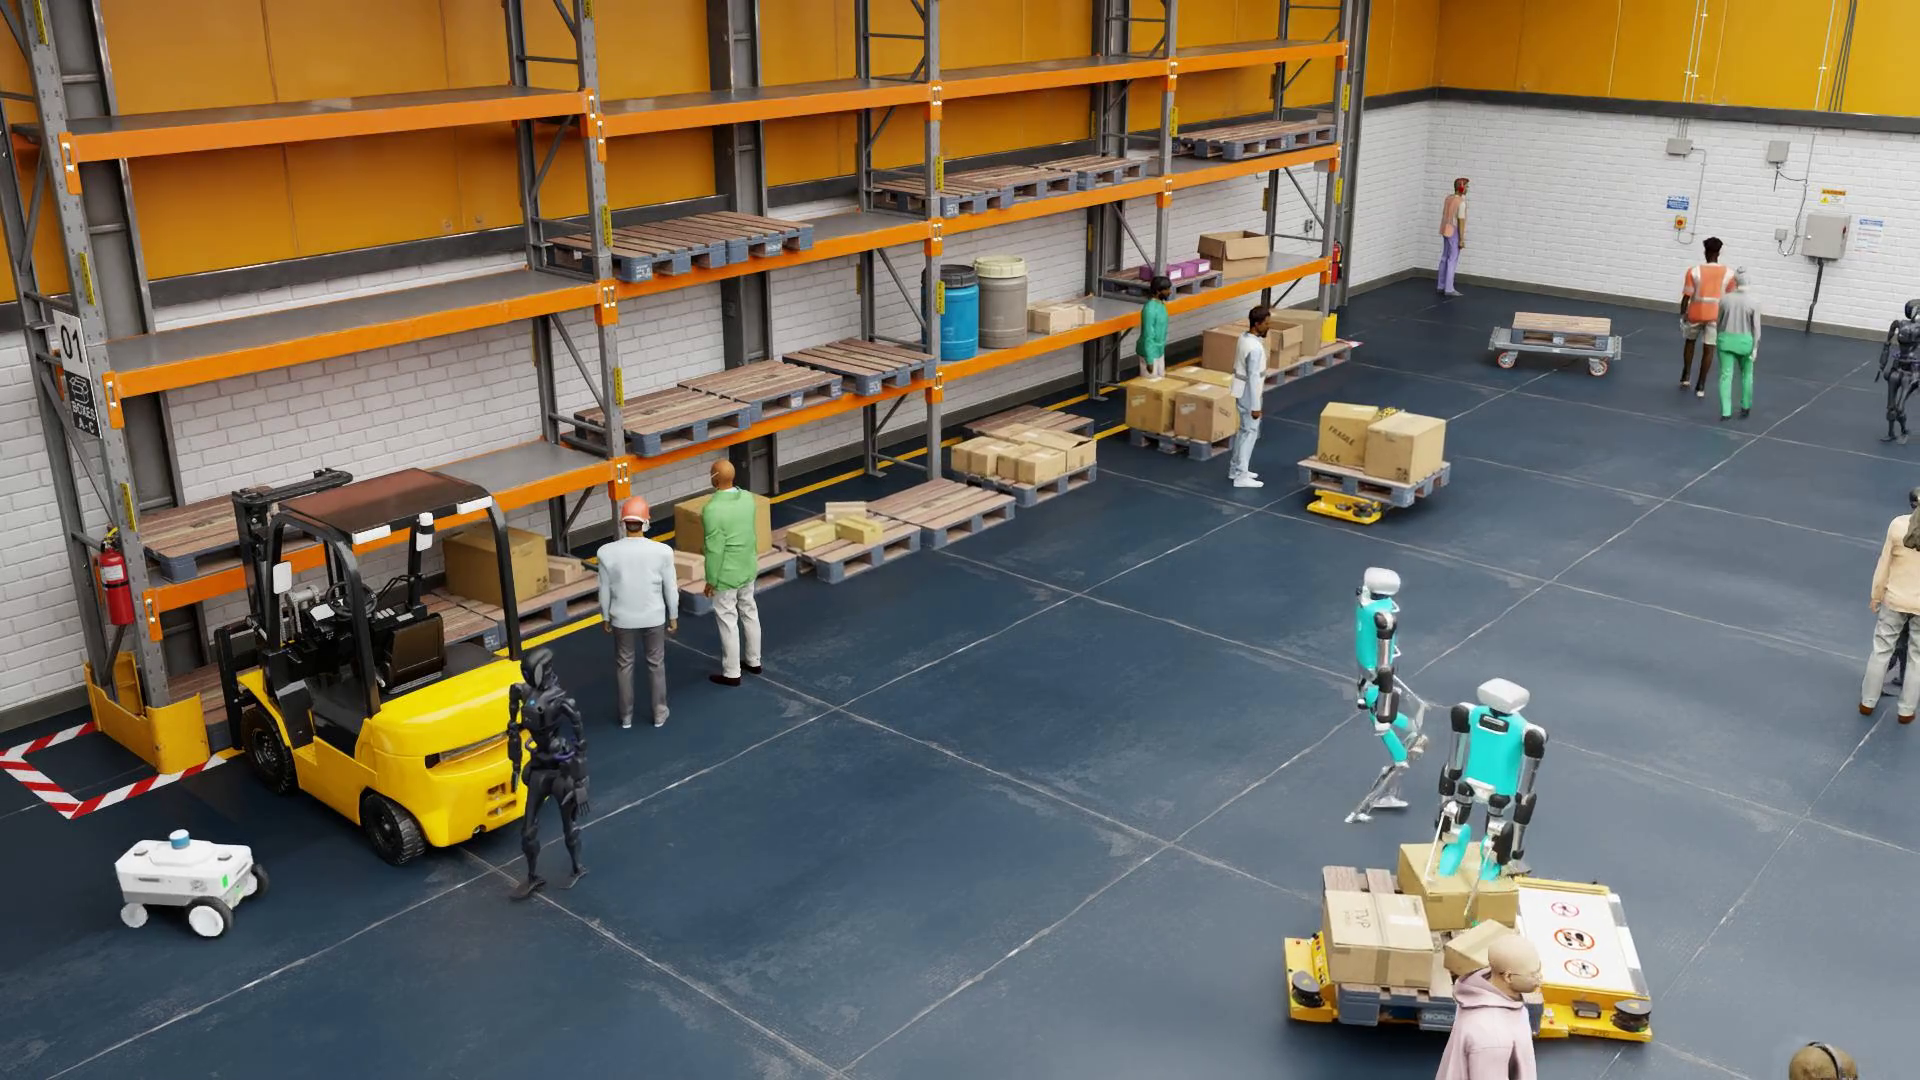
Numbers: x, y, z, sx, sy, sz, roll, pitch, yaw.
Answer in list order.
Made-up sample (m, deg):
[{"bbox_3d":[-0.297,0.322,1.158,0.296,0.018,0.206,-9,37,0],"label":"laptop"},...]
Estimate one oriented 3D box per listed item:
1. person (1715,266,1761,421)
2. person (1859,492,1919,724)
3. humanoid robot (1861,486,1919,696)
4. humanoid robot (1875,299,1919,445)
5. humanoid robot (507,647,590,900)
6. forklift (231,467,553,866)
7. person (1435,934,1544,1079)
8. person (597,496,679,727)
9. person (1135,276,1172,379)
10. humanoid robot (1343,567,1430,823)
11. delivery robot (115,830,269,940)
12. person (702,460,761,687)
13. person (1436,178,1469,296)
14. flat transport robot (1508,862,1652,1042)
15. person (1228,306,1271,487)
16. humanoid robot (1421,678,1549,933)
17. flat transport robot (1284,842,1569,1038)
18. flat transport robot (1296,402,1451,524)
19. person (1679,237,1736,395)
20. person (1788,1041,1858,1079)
[{"bbox_3d":[9.187,-2.342,19.656,0.518,1.816,0.724,12,23,29],"label":"person"},{"bbox_3d":[6.903,0.449,12.034,0.569,1.869,0.404,12,23,29],"label":"person"},{"bbox_3d":[7.182,0.387,12.472,0.559,1.643,0.602,1,20,3],"label":"humanoid robot"},{"bbox_3d":[10.579,-1.896,18.654,0.335,1.642,0.612,-9,22,-24],"label":"humanoid robot"},{"bbox_3d":[-2.427,1.370,9.824,0.585,1.641,0.533,9,22,23],"label":"humanoid robot"},{"bbox_3d":[-3.730,0.710,10.856,2.313,2.155,1.214,17,26,38],"label":"forklift"},{"bbox_3d":[2.142,2.396,6.869,0.402,1.781,0.532,5,21,14],"label":"person"},{"bbox_3d":[-2.312,0.524,12.009,0.572,1.738,0.348,-3,20,-8],"label":"person"},{"bbox_3d":[2.196,-2.098,18.964,0.412,1.843,0.500,9,22,24],"label":"person"},{"bbox_3d":[2.827,1.015,10.661,0.672,1.771,0.543,-1,20,-3],"label":"humanoid robot"},{"bbox_3d":[-4.530,1.978,9.750,0.759,0.575,0.499,2,20,6],"label":"delivery robot"},{"bbox_3d":[-1.751,0.246,12.699,0.384,1.781,0.550,13,24,32],"label":"person"},{"bbox_3d":[7.765,-4.784,26.236,0.375,1.844,0.566,-4,21,-10],"label":"person"},{"bbox_3d":[3.419,2.289,9.348,0.659,0.231,1.431,4,21,11],"label":"flat transport robot"},{"bbox_3d":[2.983,-1.481,17.208,0.402,1.906,0.596,-1,20,-1],"label":"person"},{"bbox_3d":[2.707,1.681,8.946,0.533,1.827,0.741,18,27,40],"label":"humanoid robot"},{"bbox_3d":[2.513,2.395,9.062,1.431,0.231,0.659,2,20,7],"label":"flat transport robot"},{"bbox_3d":[4.164,-0.477,16.844,0.659,0.231,1.431,16,26,37],"label":"flat transport robot"},{"bbox_3d":[9.309,-2.812,20.757,0.629,1.936,0.726,8,22,20],"label":"person"},{"bbox_3d":[2.974,2.645,6.074,1.037,1.881,0.630,3,20,8],"label":"person"}]
